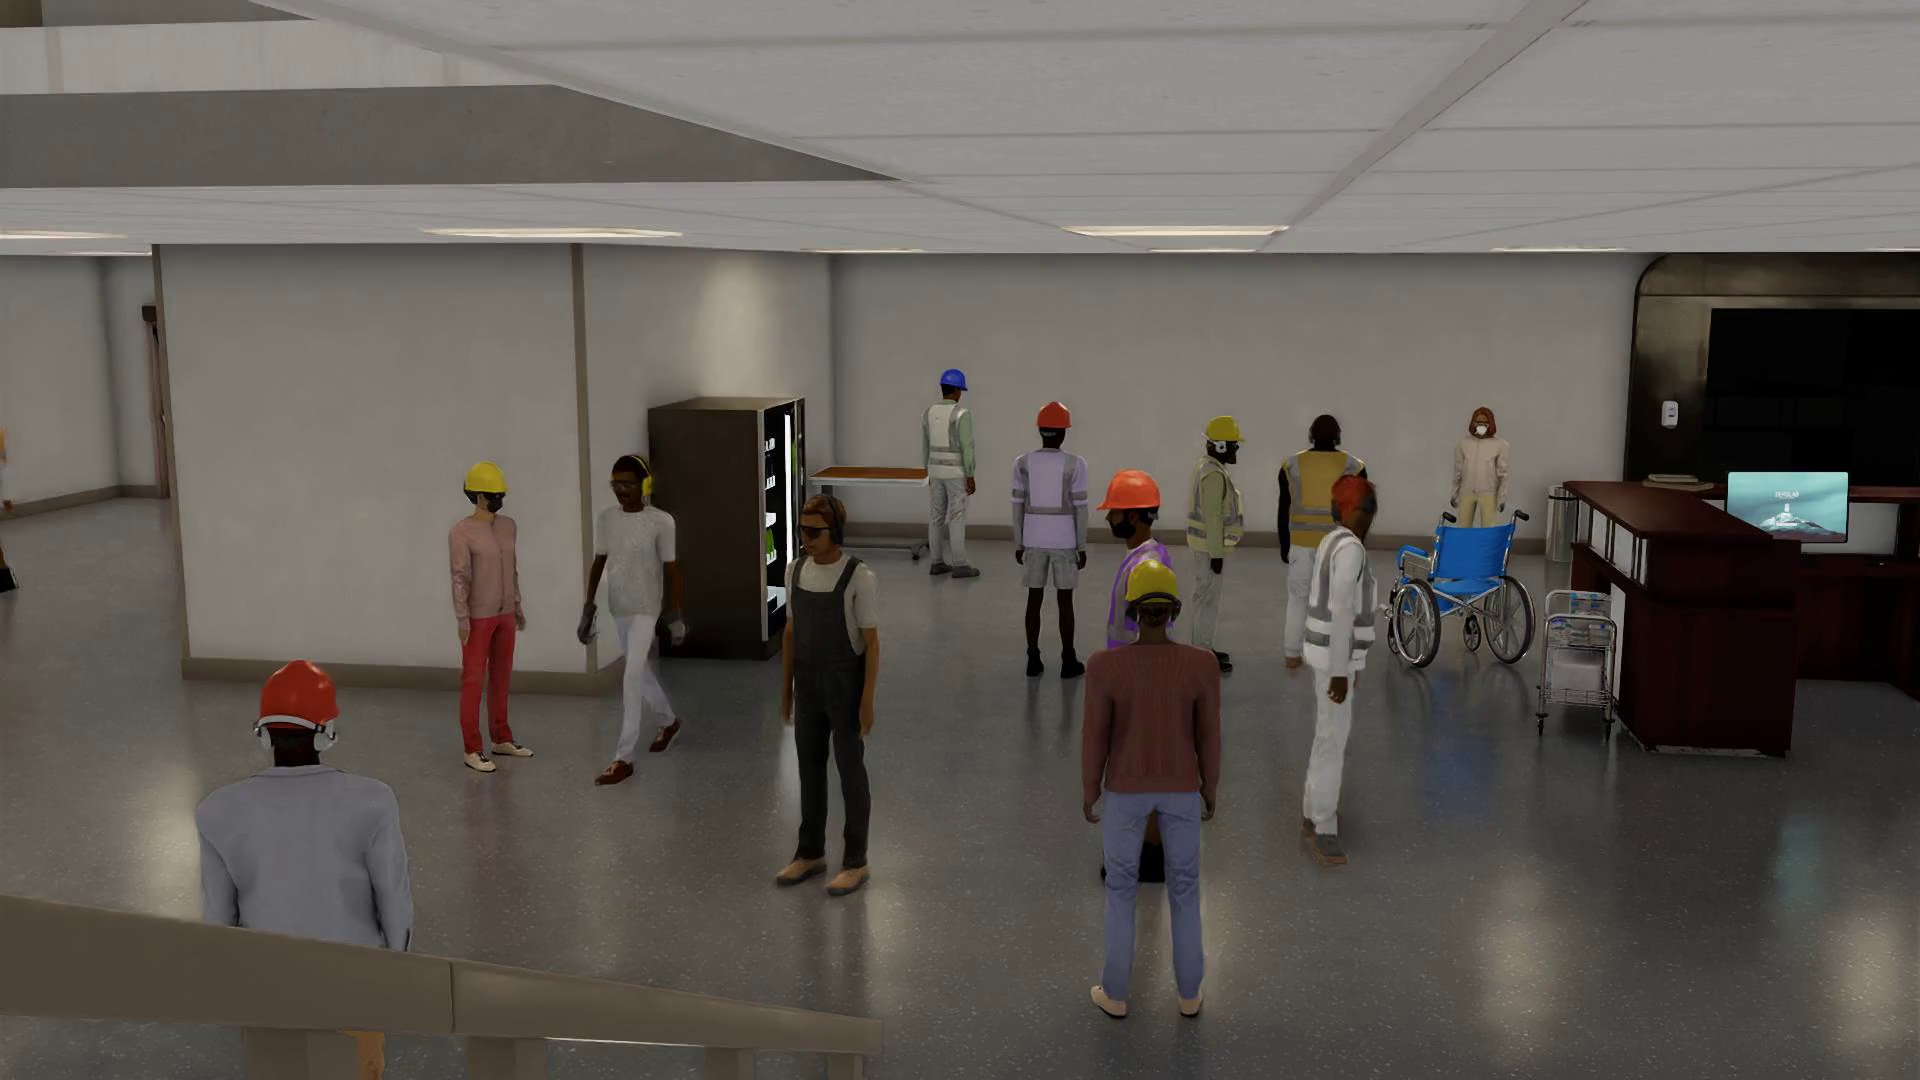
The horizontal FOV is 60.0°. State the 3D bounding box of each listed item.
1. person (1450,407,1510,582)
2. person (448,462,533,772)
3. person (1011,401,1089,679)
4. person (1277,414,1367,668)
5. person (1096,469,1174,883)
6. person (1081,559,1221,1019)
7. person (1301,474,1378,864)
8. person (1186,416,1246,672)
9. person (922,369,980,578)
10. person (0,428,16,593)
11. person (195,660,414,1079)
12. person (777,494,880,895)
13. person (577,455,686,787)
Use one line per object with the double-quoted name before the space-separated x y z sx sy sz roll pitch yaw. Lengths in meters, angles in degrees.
"person" 4.701 -0.393 15.061 0.504 1.627 0.285 6 11 31
"person" -2.691 0.429 9.541 0.311 1.768 0.533 4 10 25
"person" 0.637 0.002 11.648 0.547 1.938 0.379 3 10 18
"person" 2.573 0.023 11.869 0.625 1.836 0.431 3 10 18
"person" 0.809 0.633 7.760 0.373 1.934 0.551 1 9 8
"person" 0.728 0.950 6.389 0.539 1.754 0.377 0 9 -3
"person" 1.857 0.617 8.146 0.348 1.855 0.707 1 9 8
"person" 1.817 0.026 11.865 0.404 1.825 0.595 1 9 4
"person" -0.085 -0.615 15.450 0.604 1.938 0.402 8 12 42
"person" -8.557 -0.413 14.355 0.570 1.883 0.974 2 9 9
"person" -1.855 1.207 4.779 0.563 1.752 0.328 -2 9 -12
"person" -0.606 0.700 7.627 0.515 1.843 0.331 5 11 30
"person" -1.854 0.405 9.525 0.534 1.827 0.963 4 10 23
